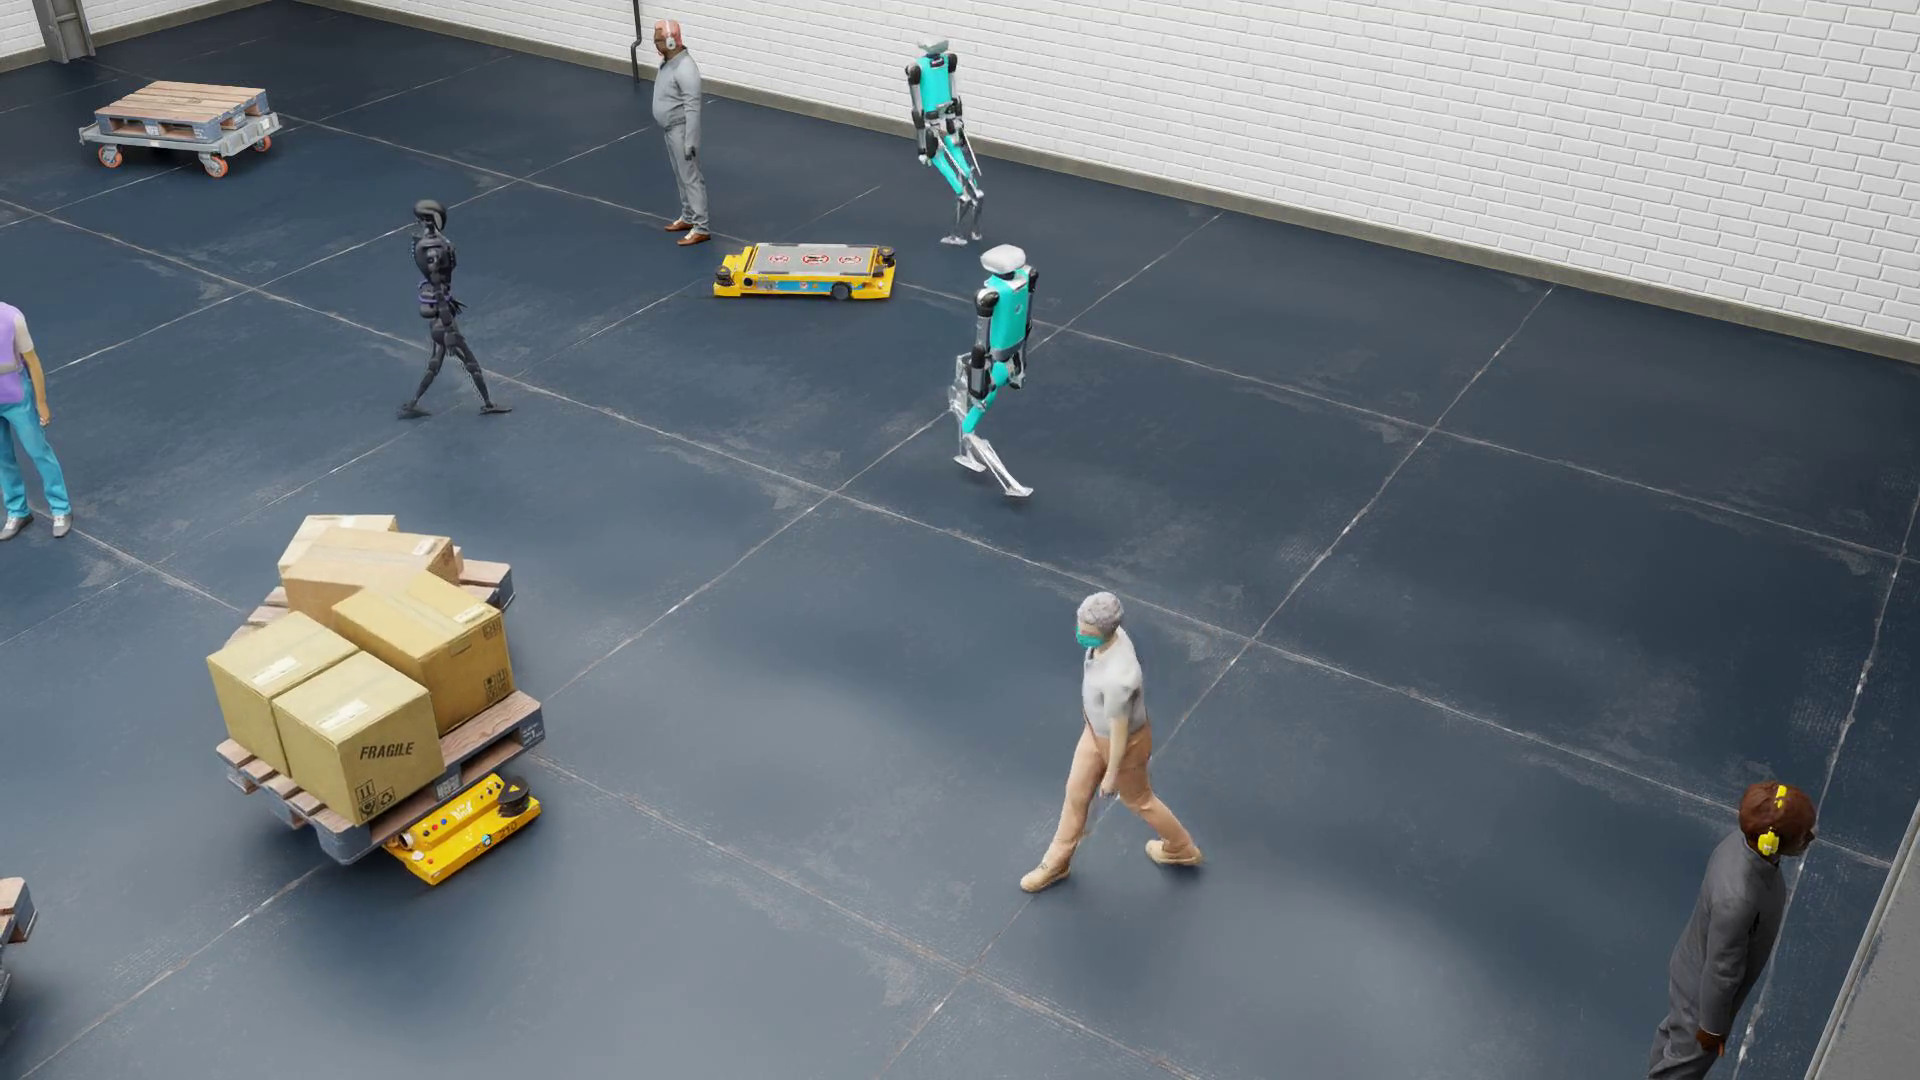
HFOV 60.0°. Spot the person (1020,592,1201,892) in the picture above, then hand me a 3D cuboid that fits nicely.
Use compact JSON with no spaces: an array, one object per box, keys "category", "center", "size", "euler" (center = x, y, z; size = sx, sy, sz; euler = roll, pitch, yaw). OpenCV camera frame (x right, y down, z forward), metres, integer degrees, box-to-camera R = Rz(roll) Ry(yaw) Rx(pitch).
[{"category":"person","center":[0.729,0.883,7.578],"size":[0.871,1.685,0.524],"euler":[-8,34,-13]}]

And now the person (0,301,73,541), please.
[{"category":"person","center":[-5.829,-0.854,10.130],"size":[0.562,1.841,0.392],"euler":[-2,33,-3]}]

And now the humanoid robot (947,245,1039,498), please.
[{"category":"humanoid robot","center":[0.138,-1.087,10.580],"size":[0.977,1.739,0.550],"euler":[24,40,32]}]

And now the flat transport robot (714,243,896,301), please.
[{"category":"flat transport robot","center":[-1.267,-2.210,13.695],"size":[1.431,0.231,0.659],"euler":[1,33,2]}]

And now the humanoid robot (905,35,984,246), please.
[{"category":"humanoid robot","center":[-0.049,-3.299,14.086],"size":[0.550,1.823,0.778],"euler":[-28,42,-36]}]

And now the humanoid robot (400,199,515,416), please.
[{"category":"humanoid robot","center":[-3.599,-1.580,11.477],"size":[0.780,1.643,0.614],"euler":[-8,34,-12]}]

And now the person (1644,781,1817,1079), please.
[{"category":"person","center":[2.829,1.652,6.200],"size":[0.356,1.877,0.494],"euler":[16,36,23]}]

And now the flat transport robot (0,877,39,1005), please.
[{"category":"flat transport robot","center":[-4.639,2.081,7.017],"size":[0.659,0.231,1.431],"euler":[-5,33,-7]}]

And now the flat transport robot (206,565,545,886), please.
[{"category":"flat transport robot","center":[-2.847,1.197,8.393],"size":[1.431,0.231,0.659],"euler":[23,39,31]}]

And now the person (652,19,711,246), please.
[{"category":"person","center":[-2.391,-3.459,14.128],"size":[0.406,1.904,0.650],"euler":[-13,35,-20]}]

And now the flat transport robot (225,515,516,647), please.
[{"category":"flat transport robot","center":[-3.225,0.631,9.274],"size":[0.659,0.231,1.431],"euler":[5,33,8]}]
